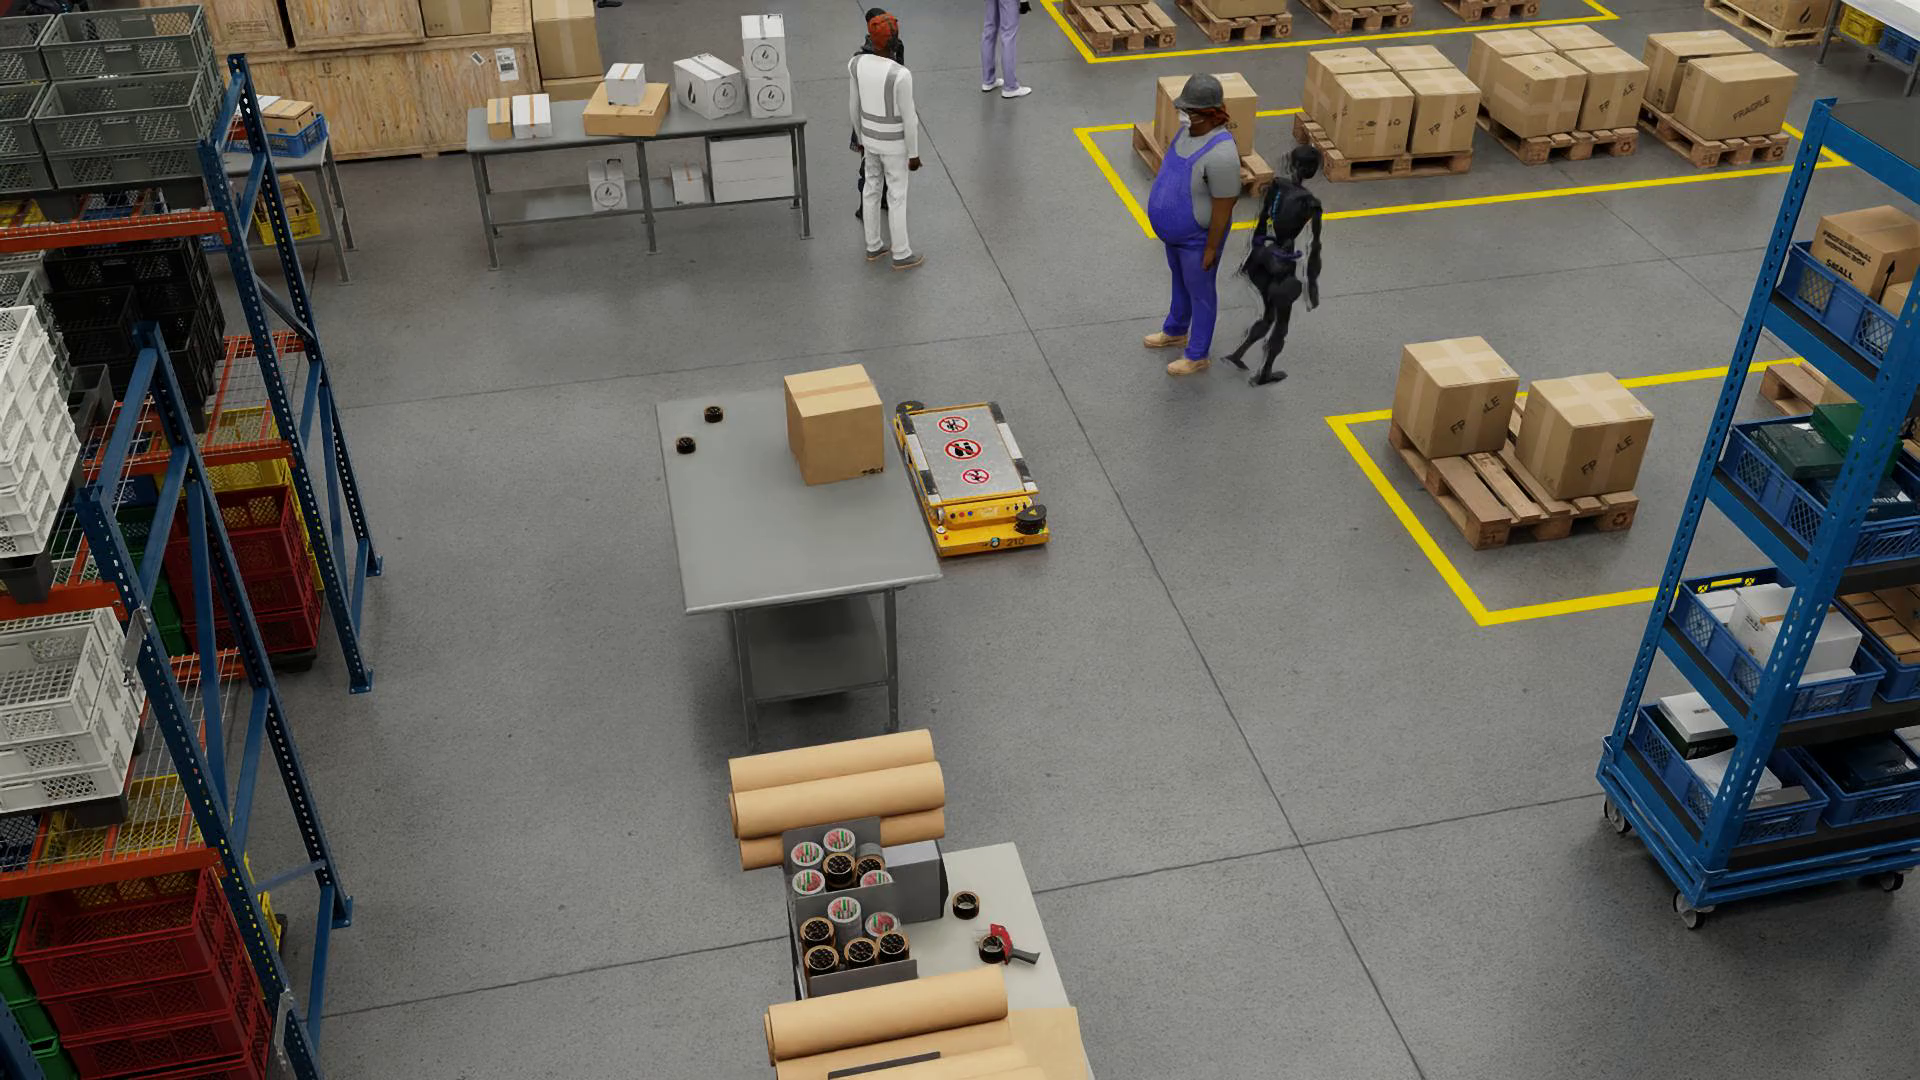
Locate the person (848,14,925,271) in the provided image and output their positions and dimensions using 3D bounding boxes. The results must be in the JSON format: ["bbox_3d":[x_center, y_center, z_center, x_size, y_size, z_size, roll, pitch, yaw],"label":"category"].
[{"bbox_3d":[-0.531,-2.869,12.057,0.572,1.883,0.354,25,43,30],"label":"person"}]

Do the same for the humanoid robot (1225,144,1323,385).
[{"bbox_3d":[2.081,-1.778,10.768,0.472,1.629,0.585,-17,40,-21],"label":"humanoid robot"}]

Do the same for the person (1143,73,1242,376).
[{"bbox_3d":[1.484,-2.049,10.825,0.537,2.000,0.676,-9,38,-12],"label":"person"}]

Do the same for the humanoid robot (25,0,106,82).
[{"bbox_3d":[-7.225,-3.871,13.565,0.328,1.657,0.588,20,41,25],"label":"humanoid robot"}]

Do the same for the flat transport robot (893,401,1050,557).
[{"bbox_3d":[0.046,-0.430,10.108,0.652,0.197,1.431,-8,37,-10],"label":"flat transport robot"}]

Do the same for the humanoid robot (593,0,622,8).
[{"bbox_3d":[-3.660,-6.254,16.765,0.330,1.660,0.587,-18,40,-22],"label":"humanoid robot"}]

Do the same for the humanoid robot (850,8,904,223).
[{"bbox_3d":[-0.617,-3.251,12.731,0.608,1.657,0.321,-31,46,-34],"label":"humanoid robot"}]

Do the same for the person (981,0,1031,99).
[{"bbox_3d":[0.386,-4.896,14.744,0.584,1.928,0.365,31,46,34],"label":"person"}]
